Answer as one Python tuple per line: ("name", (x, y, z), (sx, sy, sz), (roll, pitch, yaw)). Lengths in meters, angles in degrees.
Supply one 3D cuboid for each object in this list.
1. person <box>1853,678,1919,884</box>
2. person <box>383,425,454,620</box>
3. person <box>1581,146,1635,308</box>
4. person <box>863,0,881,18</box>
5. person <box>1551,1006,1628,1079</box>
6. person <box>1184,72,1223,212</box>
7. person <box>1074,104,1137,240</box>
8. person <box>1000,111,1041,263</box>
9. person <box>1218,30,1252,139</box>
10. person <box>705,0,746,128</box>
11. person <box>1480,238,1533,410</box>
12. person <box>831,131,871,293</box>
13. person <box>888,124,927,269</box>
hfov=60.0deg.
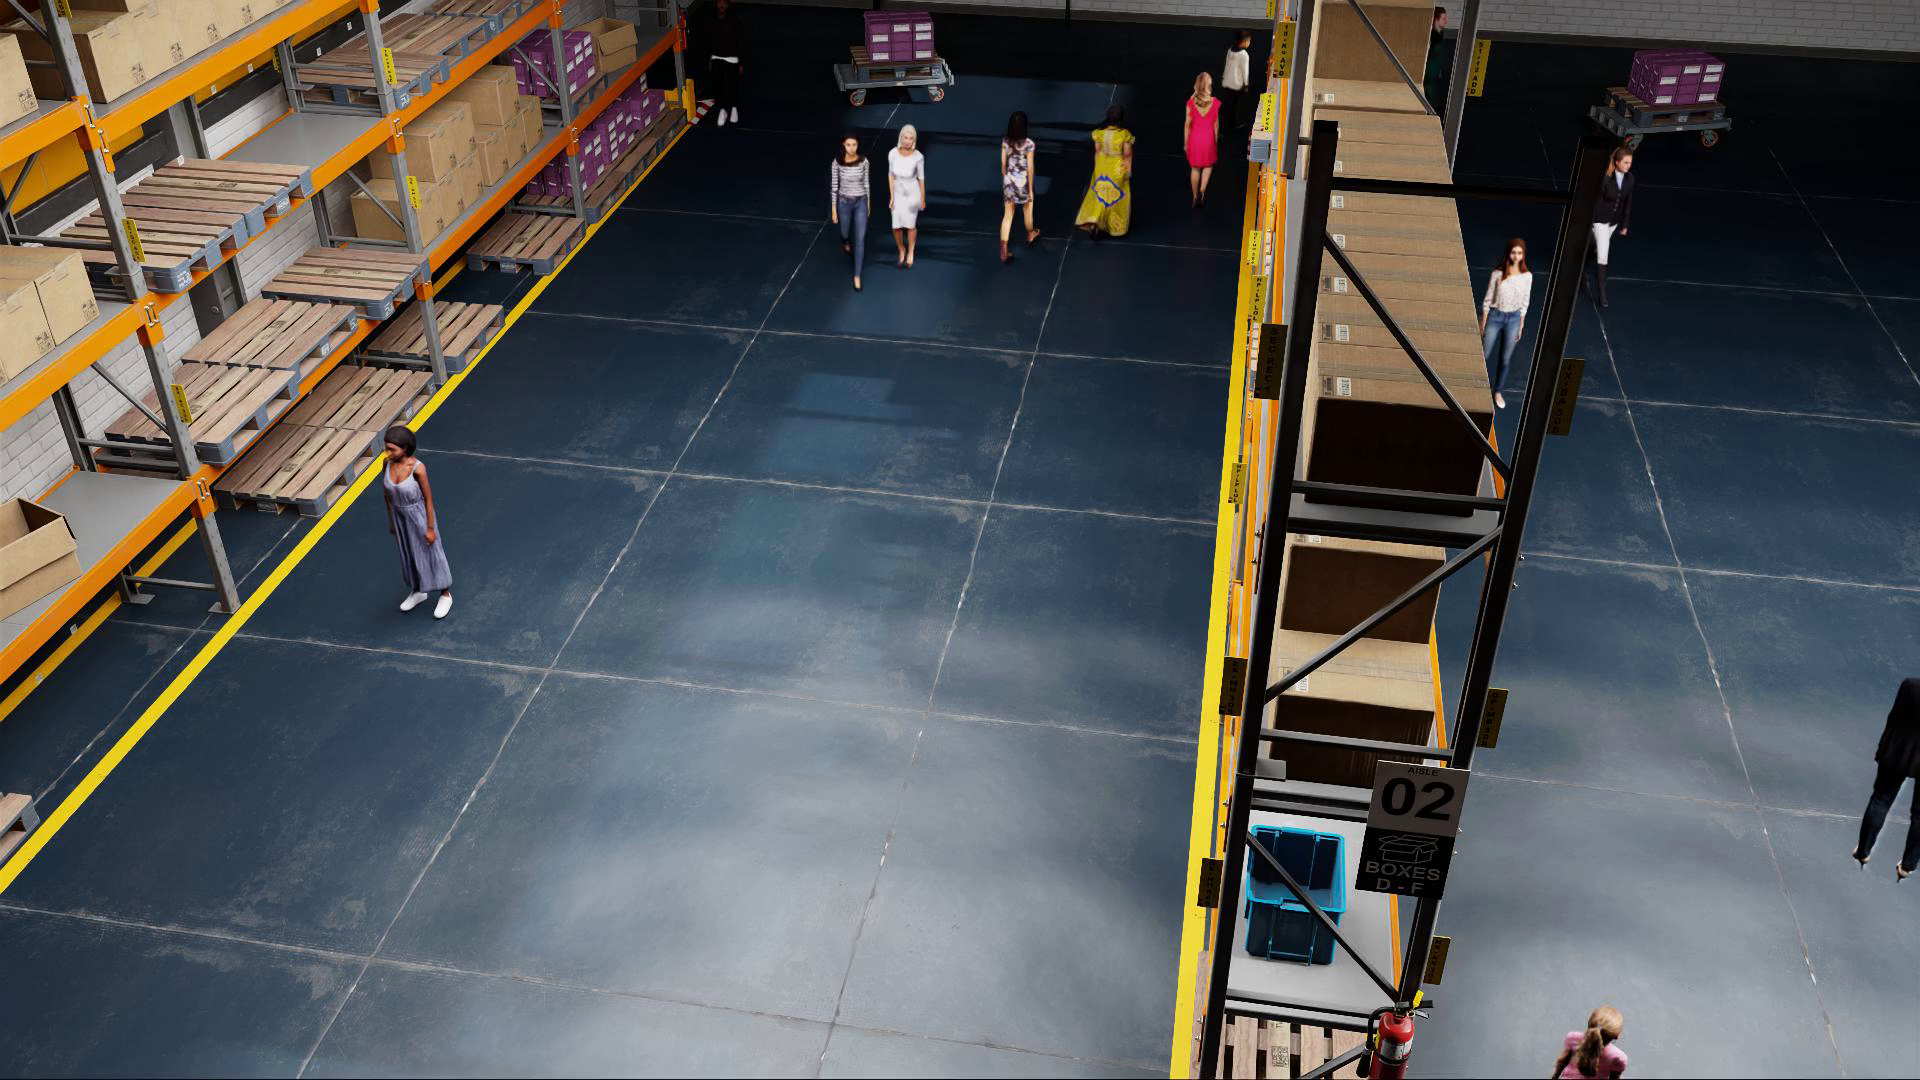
("person", (5.806, 1.327, 9.996), (0.787, 1.780, 0.695), (16, 37, 23))
("person", (-4.341, -0.164, 13.219), (0.615, 1.699, 0.567), (11, 35, 17))
("person", (7.027, -3.471, 18.215), (0.820, 1.676, 1.224), (-4, 34, -6))
("person", (-1.413, -9.288, 26.907), (0.700, 1.743, 0.576), (-4, 34, -6))
("person", (3.305, 2.977, 8.887), (0.616, 1.264, 0.690), (22, 39, 29))
("person", (2.924, -4.784, 20.153), (0.584, 1.718, 0.708), (5, 34, 8))
("person", (1.739, -4.252, 19.423), (0.929, 1.640, 1.181), (14, 36, 20))
("person", (0.615, -3.996, 19.001), (0.867, 1.682, 1.212), (16, 37, 23))
("person", (3.645, -6.138, 22.446), (0.940, 1.434, 0.931), (-17, 37, -23))
("person", (-3.213, -6.649, 22.885), (0.746, 1.799, 0.788), (0, 34, 0))
("person", (5.253, -2.112, 16.123), (0.578, 1.729, 0.503), (5, 34, 7))
("person", (-1.210, -3.690, 18.461), (0.872, 1.770, 1.150), (-7, 34, -11))
("person", (-0.604, -3.915, 18.839), (0.574, 1.726, 0.585), (8, 34, 12))
